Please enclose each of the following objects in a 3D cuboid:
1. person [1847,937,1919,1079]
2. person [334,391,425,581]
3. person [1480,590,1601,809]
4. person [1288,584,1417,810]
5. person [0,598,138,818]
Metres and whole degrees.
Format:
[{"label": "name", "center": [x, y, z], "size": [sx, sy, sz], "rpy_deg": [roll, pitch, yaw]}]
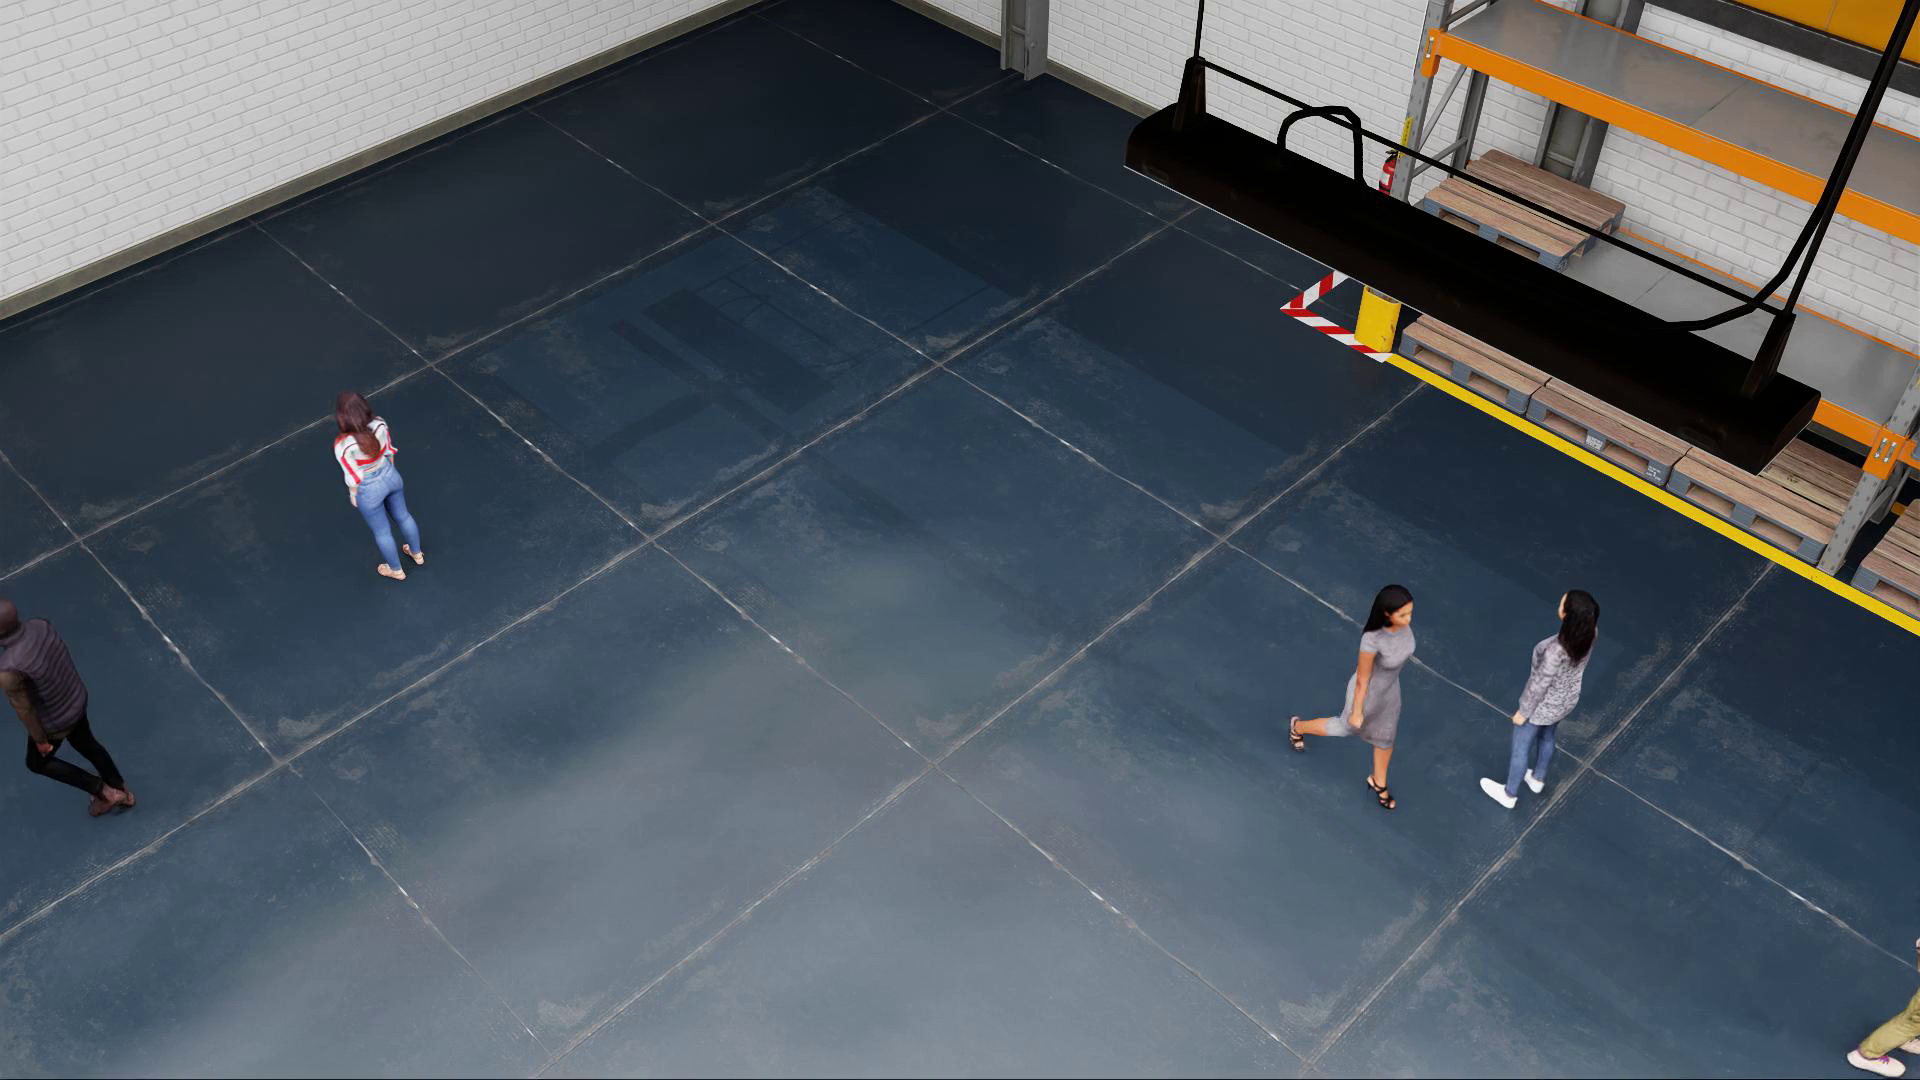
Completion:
[{"label": "person", "center": [5.062, 2.249, 8.664], "size": [0.823, 1.797, 0.802], "rpy_deg": [14, 45, 14]}, {"label": "person", "center": [-4.056, -0.391, 11.567], "size": [0.575, 1.614, 0.625], "rpy_deg": [25, 49, 24]}, {"label": "person", "center": [3.565, 0.967, 10.057], "size": [0.651, 1.731, 0.579], "rpy_deg": [-26, 49, -25]}, {"label": "person", "center": [2.415, 0.895, 10.119], "size": [0.599, 1.749, 1.063], "rpy_deg": [-32, 52, -29]}, {"label": "person", "center": [-5.310, 1.031, 9.922], "size": [0.893, 1.824, 0.835], "rpy_deg": [0, 44, 0]}]
